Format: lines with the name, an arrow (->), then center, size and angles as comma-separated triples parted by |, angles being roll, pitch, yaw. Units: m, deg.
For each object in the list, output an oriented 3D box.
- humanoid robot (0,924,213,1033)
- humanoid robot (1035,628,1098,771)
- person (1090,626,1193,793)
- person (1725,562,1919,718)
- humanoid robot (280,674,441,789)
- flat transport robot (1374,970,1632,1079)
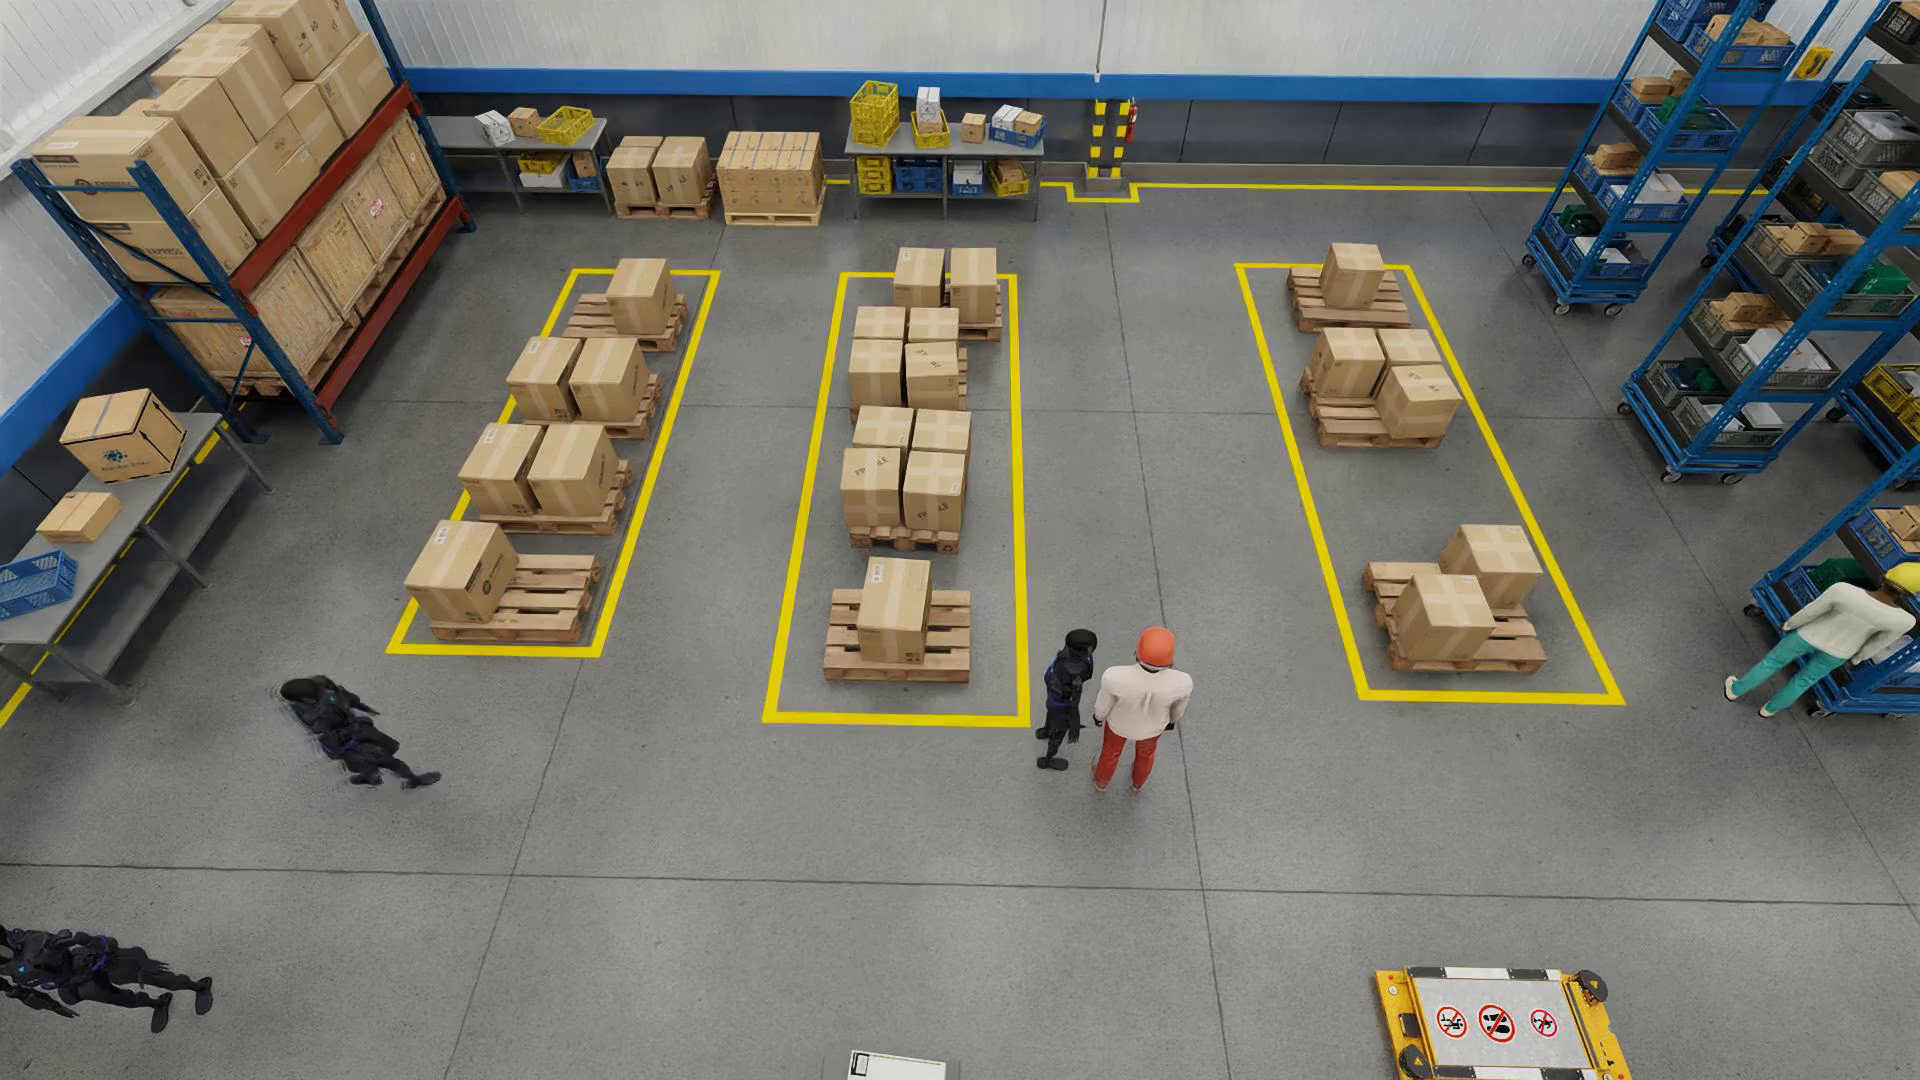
humanoid robot -> -5.149, 2.598, 5.459 | 0.570, 1.651, 0.335 | -24, 55, -18
humanoid robot -> 0.765, 1.135, 6.651 | 0.325, 1.651, 0.569 | 0, 51, 0
person -> 1.226, 1.223, 6.377 | 0.610, 1.994, 0.378 | 2, 51, 2
person -> 6.517, 0.751, 6.907 | 0.533, 1.765, 0.315 | 35, 59, 25
humanoid robot -> -4.299, 1.383, 6.457 | 0.487, 1.631, 0.615 | -19, 53, -15
flat transport robot -> 3.501, 3.133, 5.914 | 1.431, 0.197, 0.652 | 1, 51, 1
